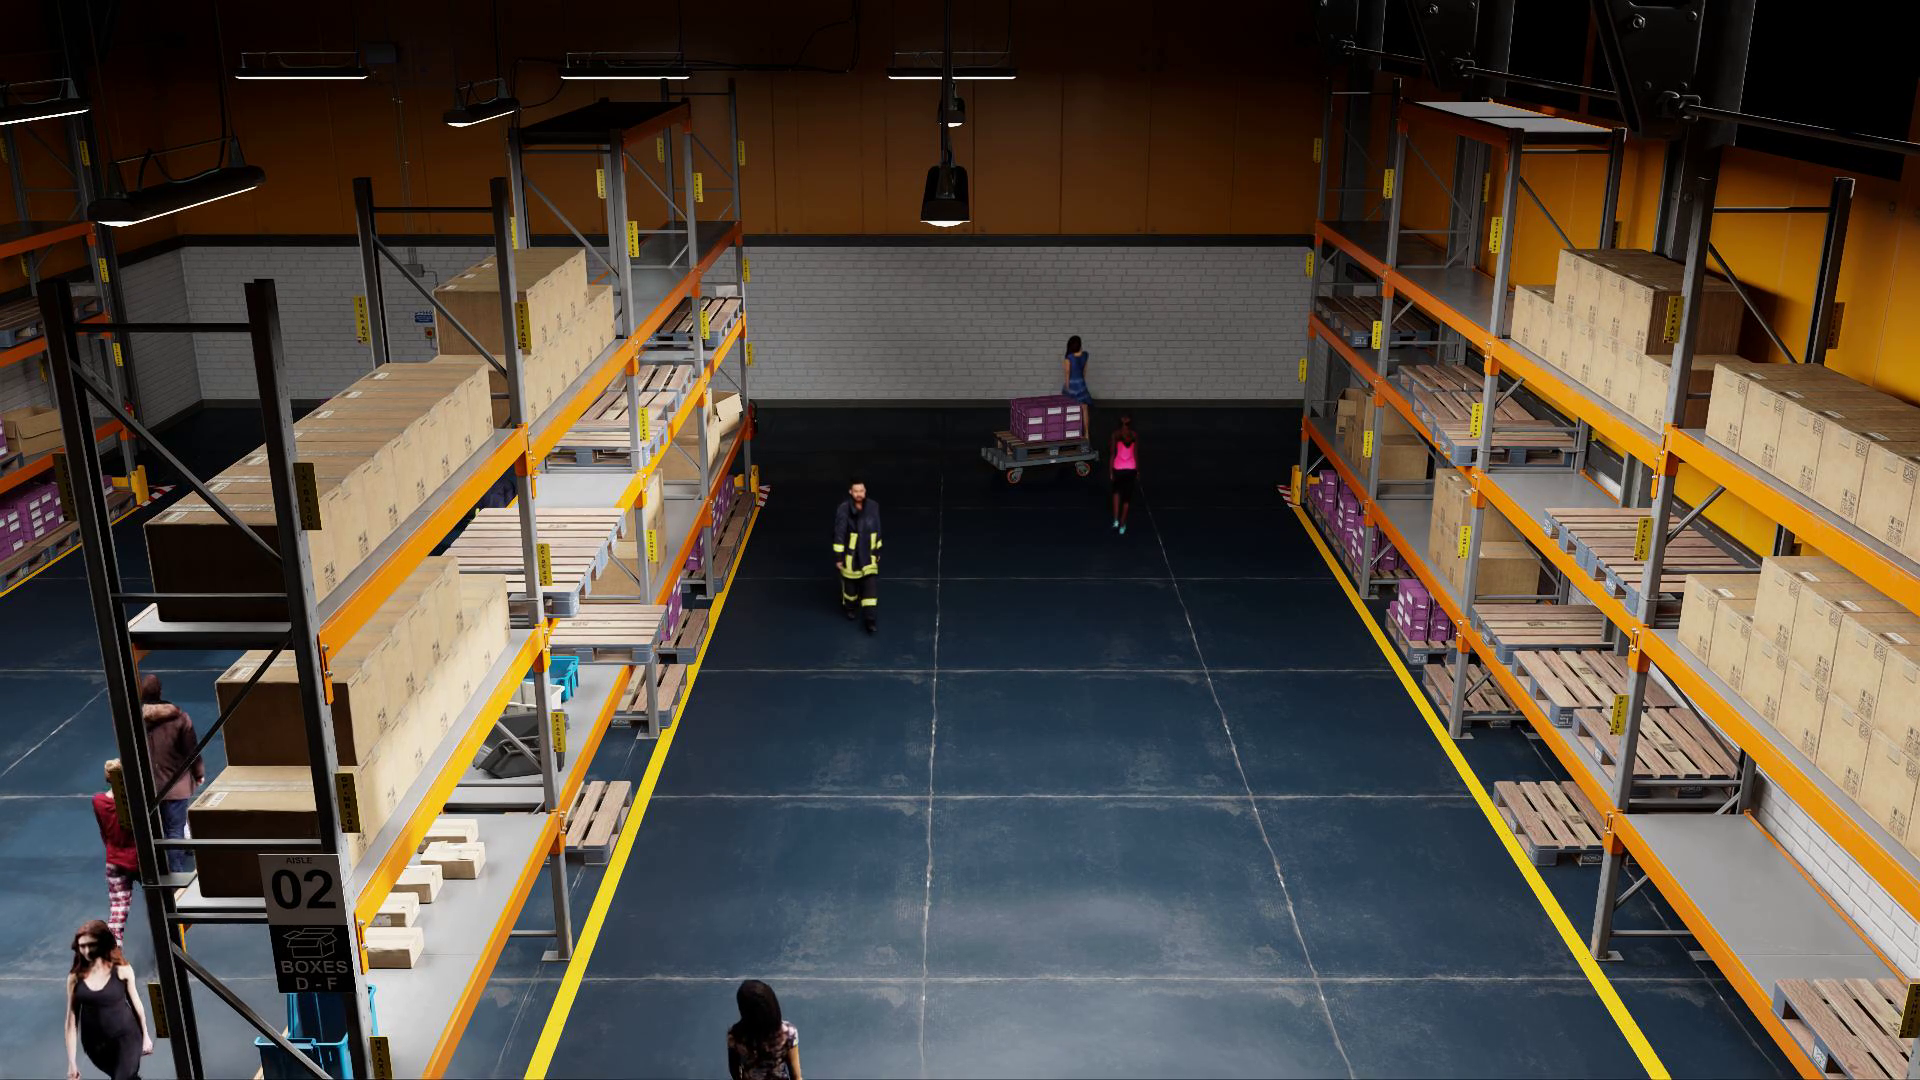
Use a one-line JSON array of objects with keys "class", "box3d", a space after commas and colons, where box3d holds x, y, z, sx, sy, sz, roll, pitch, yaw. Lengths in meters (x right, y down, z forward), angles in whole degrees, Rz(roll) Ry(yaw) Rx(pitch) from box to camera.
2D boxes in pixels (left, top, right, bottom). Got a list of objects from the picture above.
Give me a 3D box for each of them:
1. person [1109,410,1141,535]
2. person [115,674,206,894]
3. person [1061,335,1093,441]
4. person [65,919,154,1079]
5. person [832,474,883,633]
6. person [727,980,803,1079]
[{"class": "person", "box3d": [2.241, -0.908, 22.736, 0.616, 1.708, 0.664, 4, 19, 11]}, {"class": "person", "box3d": [-6.616, 2.074, 13.775, 0.846, 1.776, 1.303, -1, 19, -4]}, {"class": "person", "box3d": [1.938, -2.390, 27.089, 1.009, 1.738, 1.259, -10, 21, -27]}, {"class": "person", "box3d": [-5.411, 3.163, 10.663, 0.774, 1.697, 1.225, -4, 19, -11]}, {"class": "person", "box3d": [-1.205, 0.124, 19.491, 0.955, 1.824, 1.227, -5, 19, -14]}, {"class": "person", "box3d": [-1.162, 3.442, 9.842, 0.668, 1.693, 1.073, -1, 19, -4]}]
